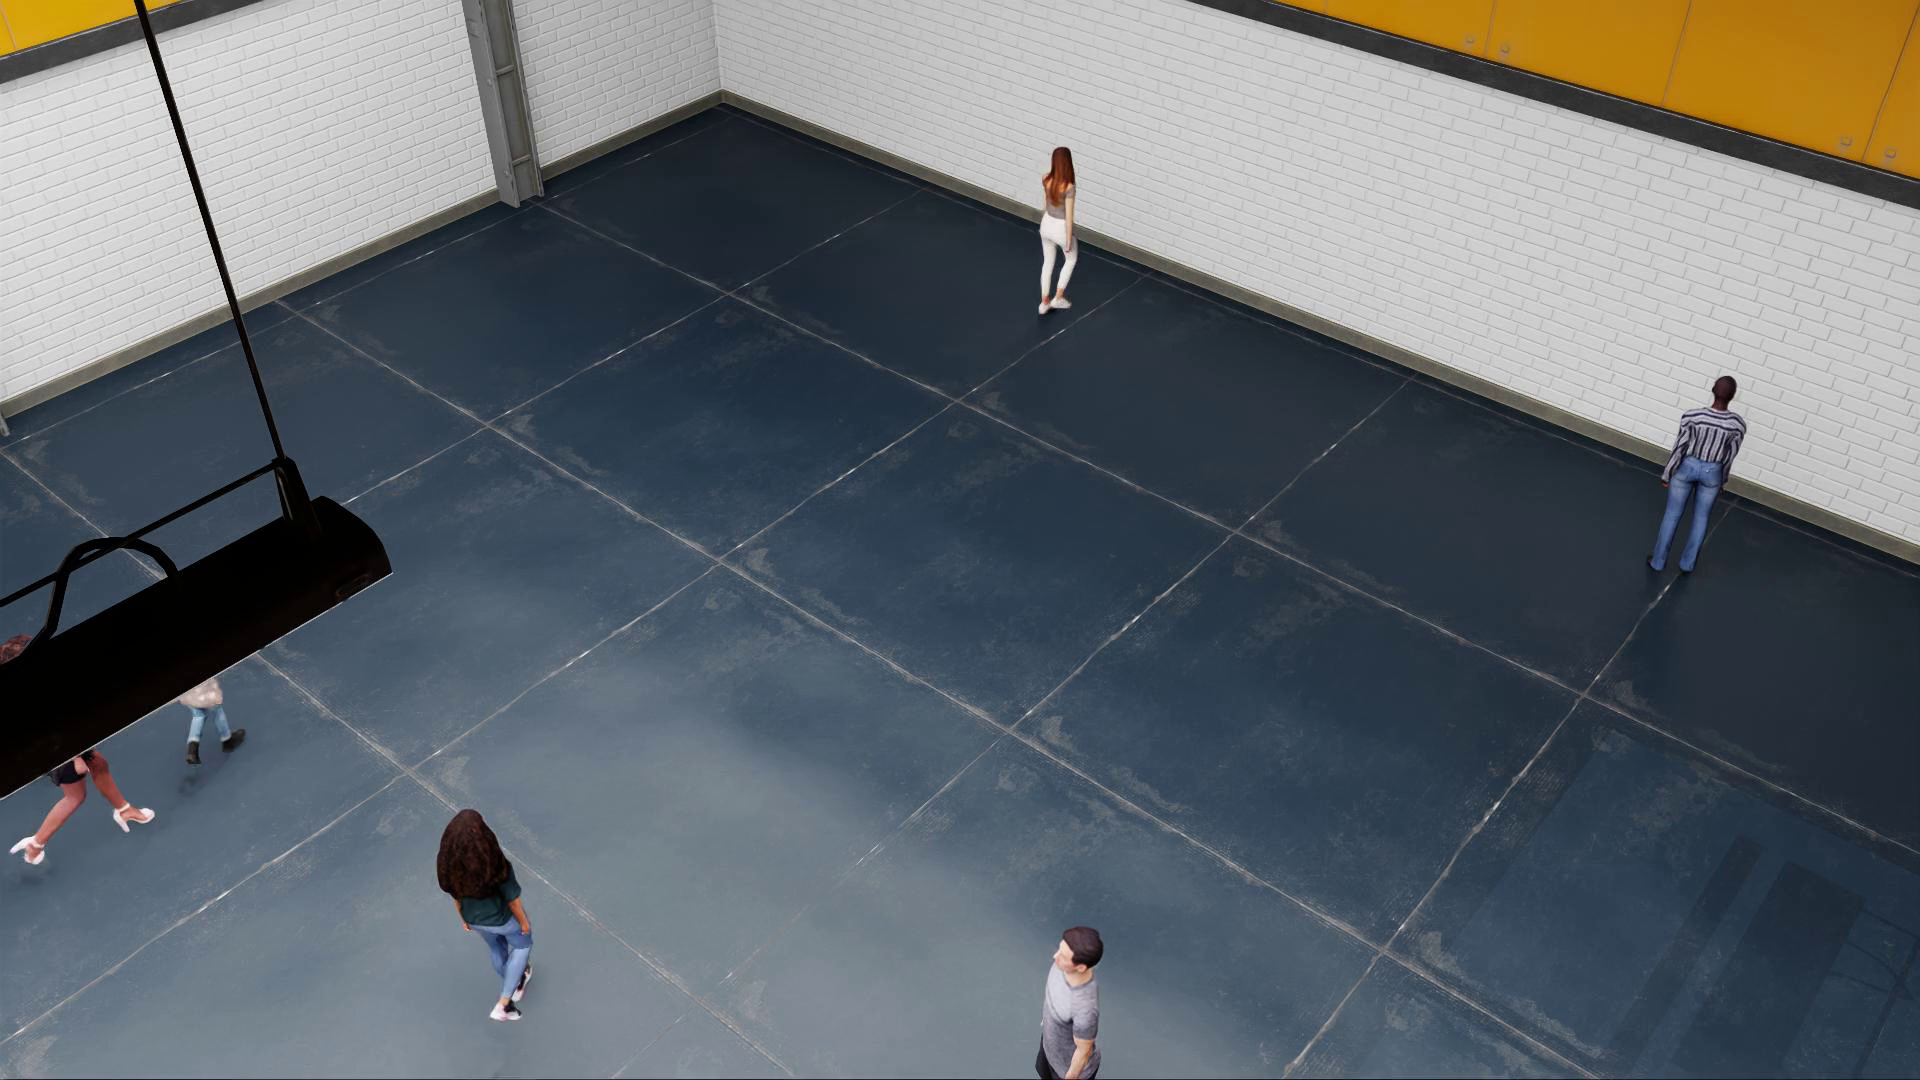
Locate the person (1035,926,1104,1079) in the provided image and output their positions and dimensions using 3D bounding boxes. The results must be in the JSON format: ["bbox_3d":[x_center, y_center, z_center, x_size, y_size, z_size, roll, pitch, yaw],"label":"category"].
[{"bbox_3d":[0.590,2.671,8.757,0.768,1.871,0.739,-8,39,-10],"label":"person"}]

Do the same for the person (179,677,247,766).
[{"bbox_3d":[-5.213,1.061,11.323,0.661,1.184,0.791,8,39,10],"label":"person"}]

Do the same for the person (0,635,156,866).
[{"bbox_3d":[-5.729,1.364,10.481,1.110,1.762,0.720,-26,45,-29],"label":"person"}]

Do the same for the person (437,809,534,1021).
[{"bbox_3d":[-2.704,2.204,9.550,0.799,1.611,0.892,5,39,7],"label":"person"}]

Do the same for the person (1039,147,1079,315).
[{"bbox_3d":[0.869,-2.909,15.870,0.586,1.713,0.576,27,46,30],"label":"person"}]

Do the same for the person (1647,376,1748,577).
[{"bbox_3d":[5.656,-0.476,12.759,0.696,1.793,0.680,10,40,13],"label":"person"}]
